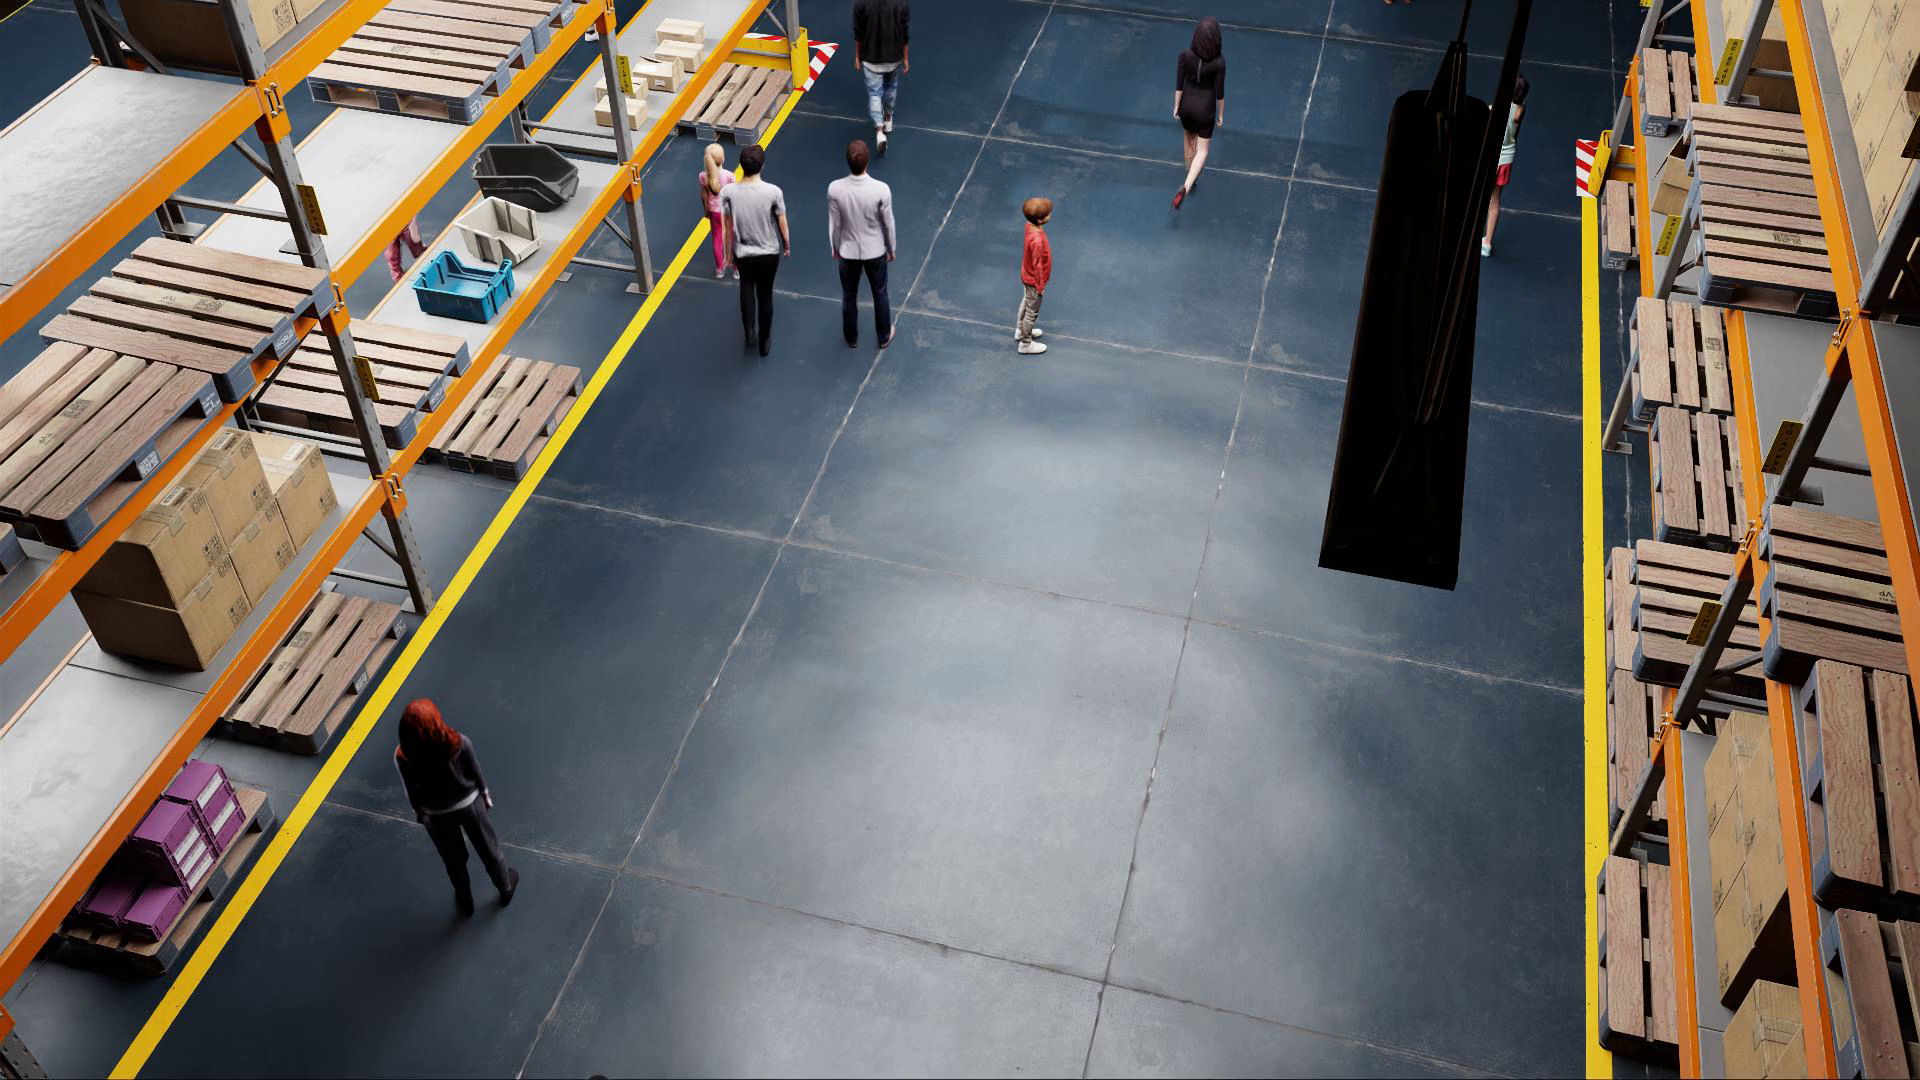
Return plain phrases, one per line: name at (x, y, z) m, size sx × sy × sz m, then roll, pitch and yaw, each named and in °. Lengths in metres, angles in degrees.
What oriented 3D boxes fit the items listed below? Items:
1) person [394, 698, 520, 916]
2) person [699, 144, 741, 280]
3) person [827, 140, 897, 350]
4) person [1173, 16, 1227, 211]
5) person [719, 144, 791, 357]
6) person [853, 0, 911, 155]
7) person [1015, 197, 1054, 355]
person at (-2.858, 1.509, 9.378) m, size 0.655 × 1.779 × 0.665 m, roll -11°, pitch 45°, yaw -12°
person at (-2.045, -2.829, 14.297) m, size 0.515 × 1.275 × 0.542 m, roll 4°, pitch 44°, yaw 5°
person at (-0.791, -2.355, 13.383) m, size 0.727 × 1.848 × 0.638 m, roll 2°, pitch 44°, yaw 2°
person at (2.095, -3.769, 14.920) m, size 0.731 × 1.777 × 1.082 m, roll 18°, pitch 46°, yaw 18°
person at (-1.634, -2.238, 13.262) m, size 0.736 × 1.847 × 0.695 m, roll 1°, pitch 44°, yaw 1°
person at (-0.743, -4.540, 15.724) m, size 0.960 × 1.784 × 1.207 m, roll -4°, pitch 44°, yaw -5°
person at (0.594, -2.154, 13.488) m, size 0.643 × 1.413 × 0.526 m, roll -5°, pitch 44°, yaw -5°
